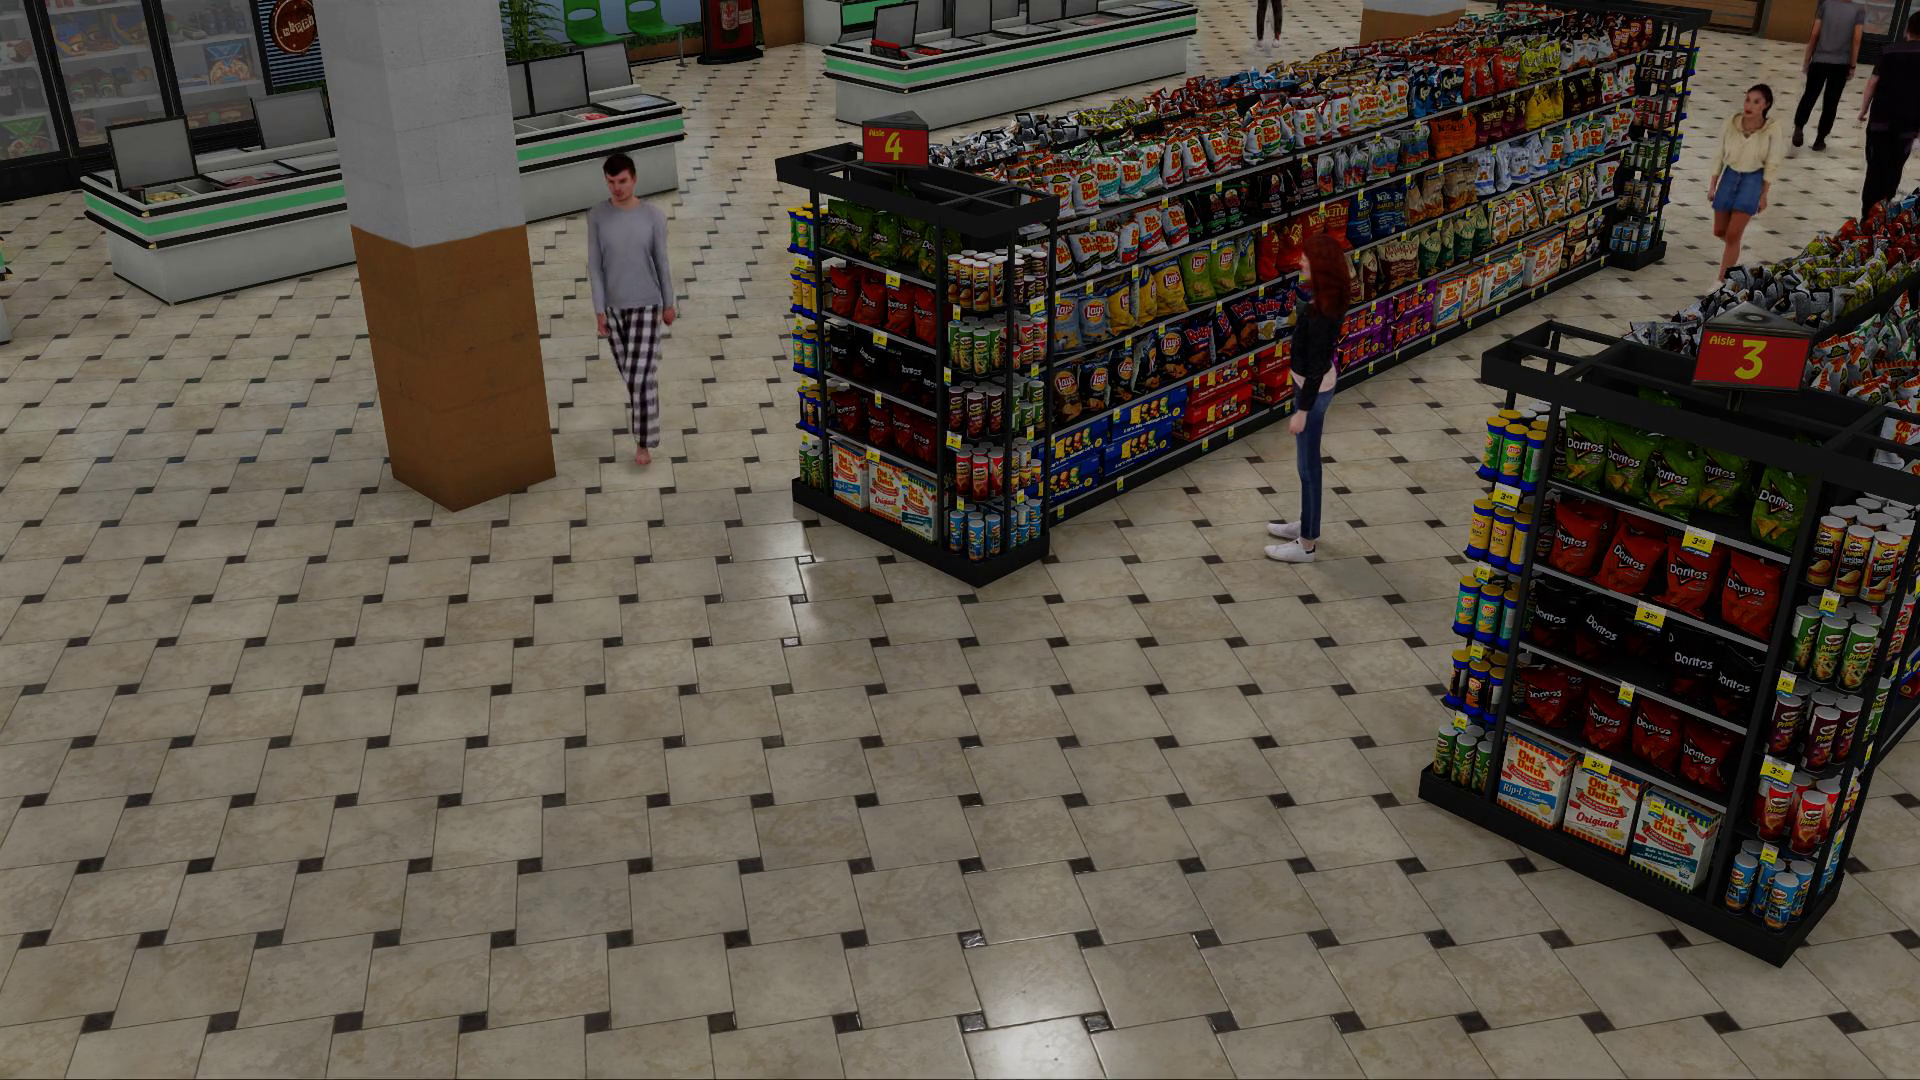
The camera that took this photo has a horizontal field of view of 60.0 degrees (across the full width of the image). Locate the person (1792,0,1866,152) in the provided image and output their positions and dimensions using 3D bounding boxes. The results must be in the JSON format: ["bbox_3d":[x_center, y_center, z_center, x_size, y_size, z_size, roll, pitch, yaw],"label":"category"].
[{"bbox_3d":[8.742,-4.790,16.756,0.669,1.749,0.823,21,34,35],"label":"person"}]

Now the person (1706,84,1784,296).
[{"bbox_3d":[6.036,-2.703,12.794,0.661,1.611,0.948,23,35,37],"label":"person"}]

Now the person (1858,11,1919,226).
[{"bbox_3d":[7.999,-3.543,14.247,1.003,1.795,1.292,11,29,21],"label":"person"}]

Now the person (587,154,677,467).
[{"bbox_3d":[-1.995,-1.438,10.092,1.080,1.800,1.177,1,27,2],"label":"person"}]

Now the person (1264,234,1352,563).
[{"bbox_3d":[1.846,-0.739,8.724,0.723,1.789,0.626,7,28,14],"label":"person"}]

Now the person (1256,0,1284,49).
[{"bbox_3d":[4.057,-7.335,21.833,0.713,1.697,0.762,2,27,5],"label":"person"}]
